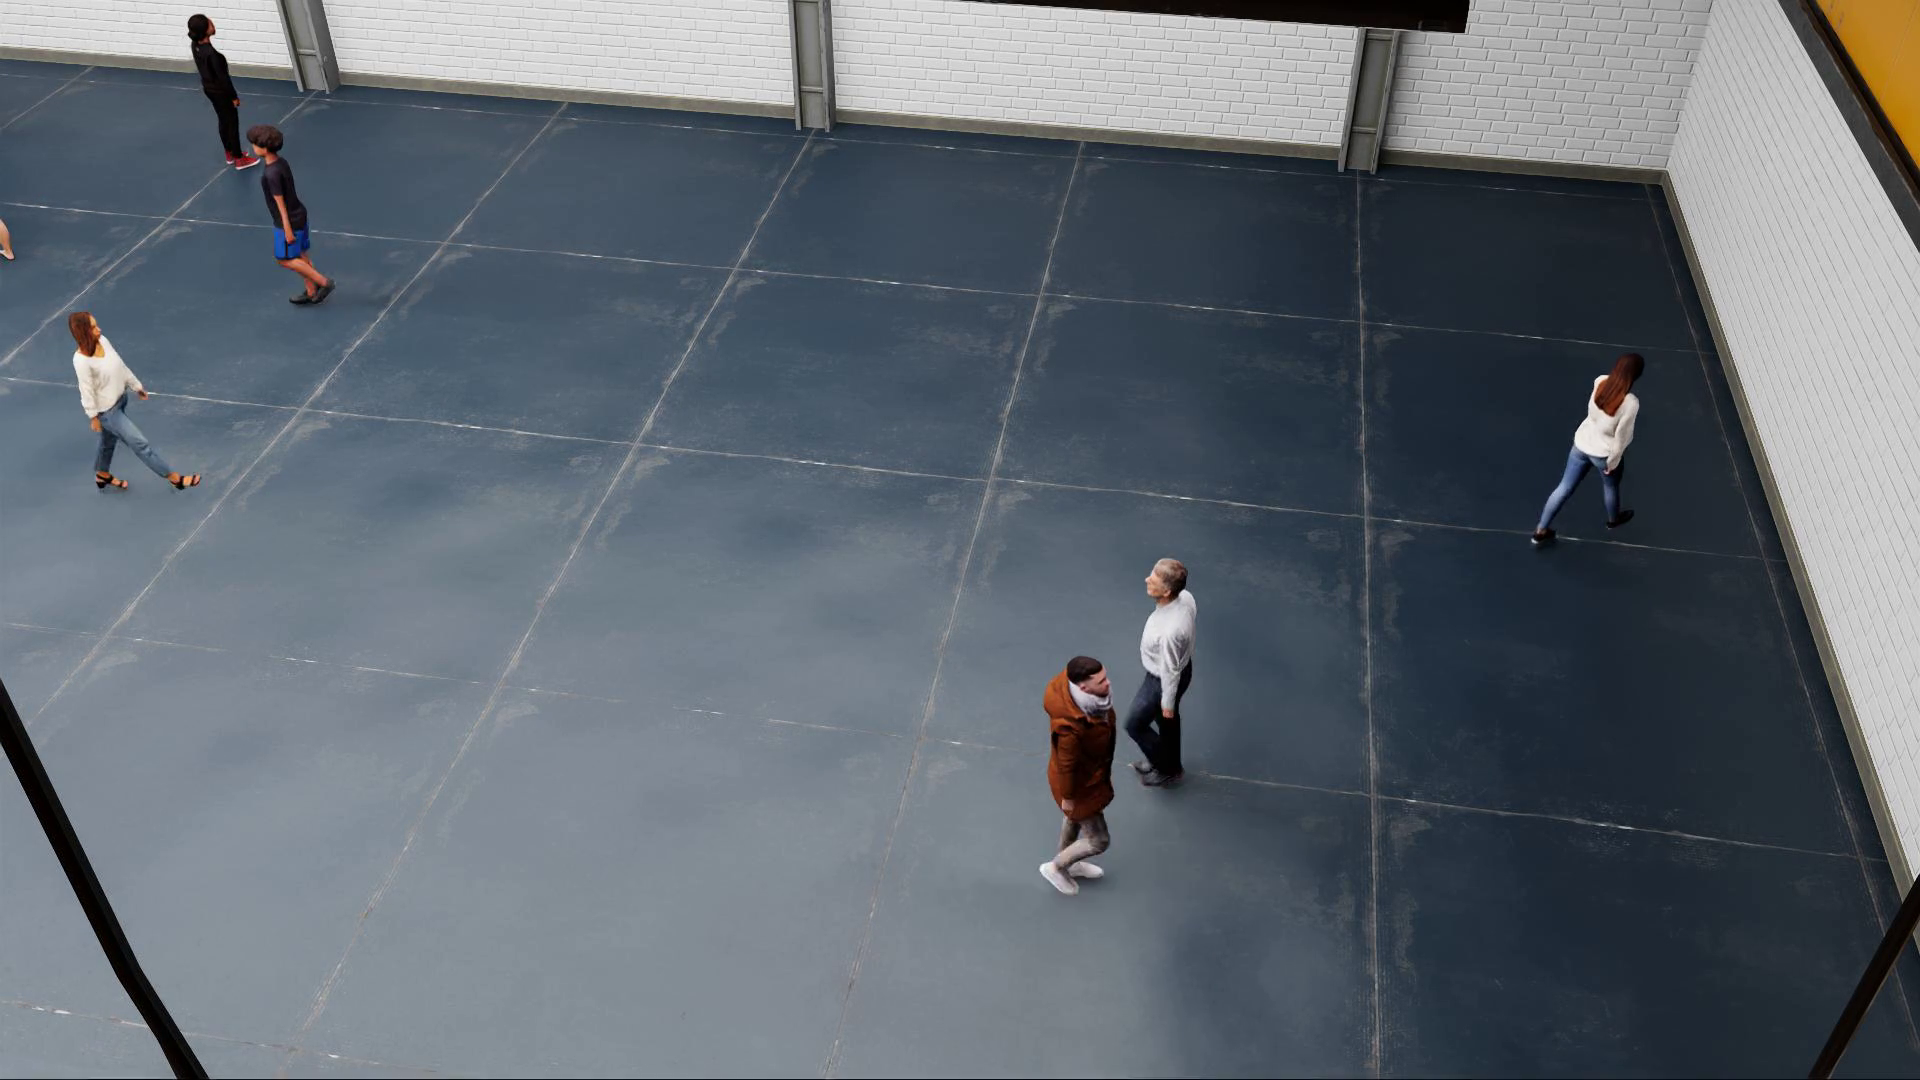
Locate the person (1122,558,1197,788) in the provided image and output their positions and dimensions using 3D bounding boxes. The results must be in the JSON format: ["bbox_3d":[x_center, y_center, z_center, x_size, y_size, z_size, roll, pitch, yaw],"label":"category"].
[{"bbox_3d":[1.358,0.867,10.360,0.678,1.809,0.691,11,40,13],"label":"person"}]

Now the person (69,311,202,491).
[{"bbox_3d":[-6.656,-1.024,12.864,1.145,1.639,0.802,-2,39,-2],"label":"person"}]

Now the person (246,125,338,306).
[{"bbox_3d":[-6.012,-2.923,15.125,0.798,1.786,0.735,-6,39,-7],"label":"person"}]

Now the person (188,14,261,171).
[{"bbox_3d":[-7.778,-4.692,17.429,0.660,1.675,0.760,27,46,29],"label":"person"}]

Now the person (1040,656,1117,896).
[{"bbox_3d":[0.616,1.375,9.706,0.656,1.832,0.703,6,39,7],"label":"person"}]

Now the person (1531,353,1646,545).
[{"bbox_3d":[4.676,-0.635,12.373,1.203,1.644,1.074,-19,42,-22],"label":"person"}]
